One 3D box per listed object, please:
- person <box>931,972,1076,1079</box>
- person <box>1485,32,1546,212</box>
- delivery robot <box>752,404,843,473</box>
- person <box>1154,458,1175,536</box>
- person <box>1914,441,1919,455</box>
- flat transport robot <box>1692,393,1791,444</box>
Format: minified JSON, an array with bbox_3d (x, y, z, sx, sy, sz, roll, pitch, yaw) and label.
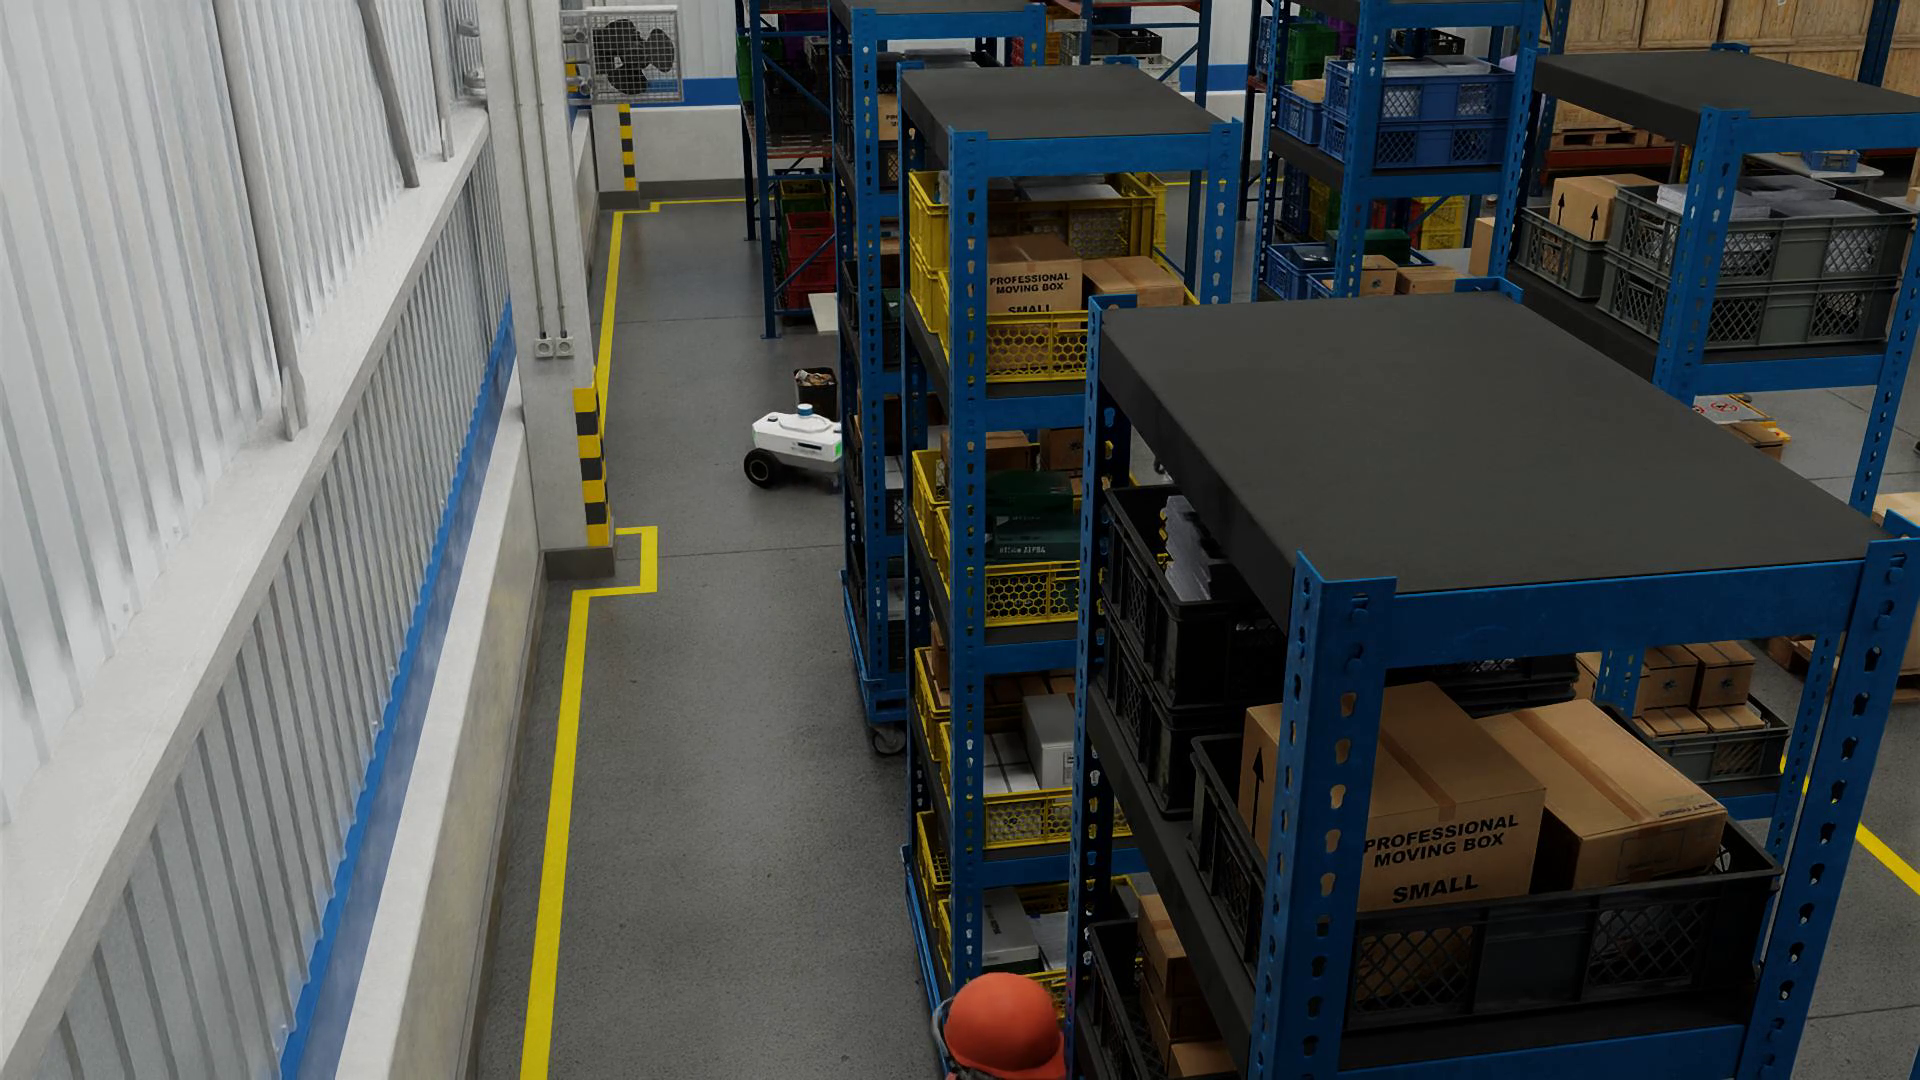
[{"bbox_3d":[0.072,1.893,4.107,0.382,1.993,0.609,5,25,10],"label":"person"},{"bbox_3d":[6.096,-4.605,18.302,0.627,1.935,0.373,18,30,34],"label":"person"},{"bbox_3d":[-1.042,-0.683,11.305,0.707,0.478,0.477,11,27,23],"label":"delivery robot"},{"bbox_3d":[1.371,-0.462,9.638,0.512,1.642,0.312,6,25,12],"label":"person"},{"bbox_3d":[7.048,-1.404,11.475,0.595,1.823,0.403,10,27,21],"label":"person"},{"bbox_3d":[5.224,-0.859,12.132,1.431,0.197,0.652,-4,25,-8],"label":"flat transport robot"}]
